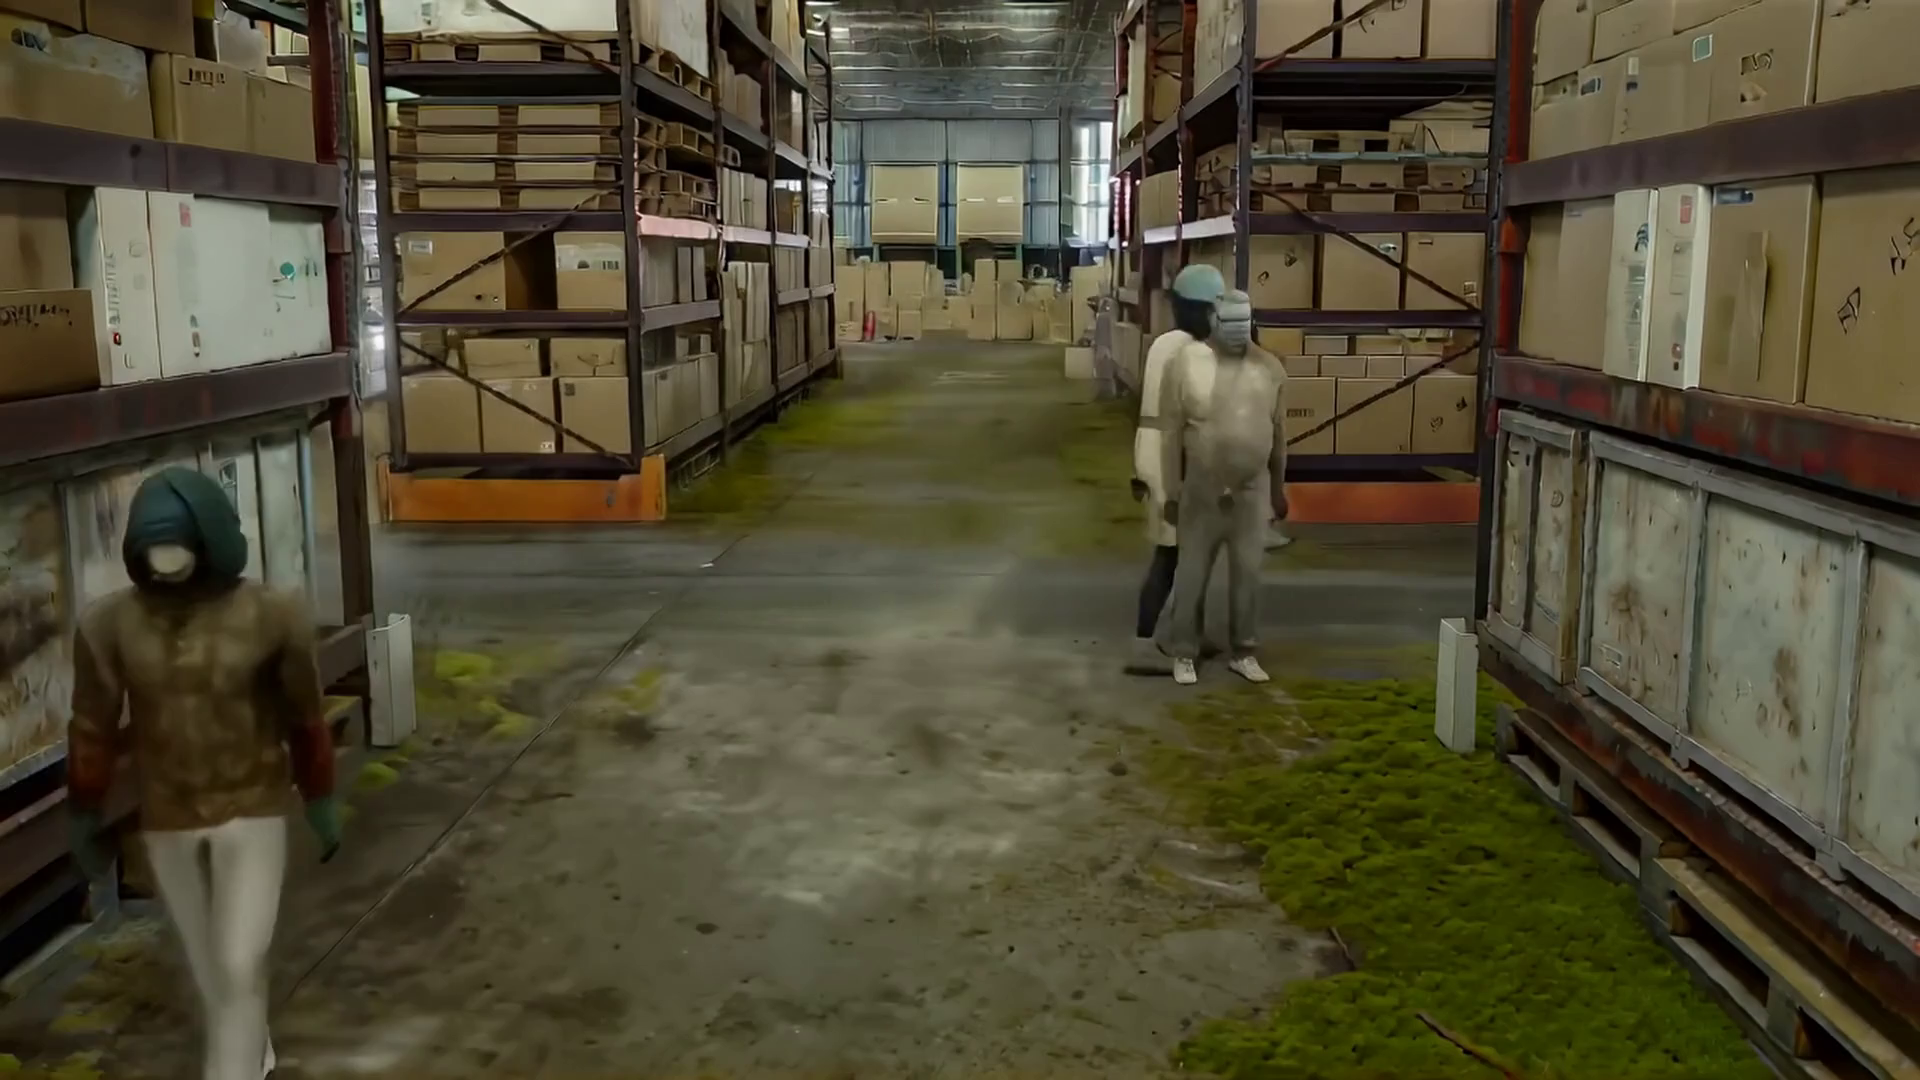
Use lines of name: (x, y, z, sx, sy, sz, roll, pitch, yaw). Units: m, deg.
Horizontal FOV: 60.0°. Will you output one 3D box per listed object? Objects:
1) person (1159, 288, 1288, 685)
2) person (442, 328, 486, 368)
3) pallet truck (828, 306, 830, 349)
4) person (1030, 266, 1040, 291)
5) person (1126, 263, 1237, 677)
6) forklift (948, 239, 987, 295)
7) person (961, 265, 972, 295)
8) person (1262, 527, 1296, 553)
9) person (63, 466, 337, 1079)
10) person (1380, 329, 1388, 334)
person: (1.276, -0.249, 7.980, 0.653, 1.904, 0.402, -2, 10, -13)
person: (-7.907, -3.283, 26.481, 0.646, 1.792, 0.960, 0, 9, 2)
pallet truck: (-3.100, -3.940, 29.800, 1.885, 1.965, 0.823, 3, 10, 19)
person: (2.712, -8.901, 59.815, 0.885, 1.900, 0.643, 2, 10, 12)
person: (1.177, -0.336, 8.148, 0.818, 2.011, 0.644, -3, 10, -15)
forklift: (0.600, -8.940, 57.110, 1.873, 2.768, 1.129, 4, 10, 20)
person: (0.197, -7.937, 53.918, 0.372, 1.940, 0.632, 2, 10, 12)
person: (1.887, -0.726, 11.570, 0.868, 1.646, 0.541, 0, 9, -1)
person: (-1.661, 0.629, 3.655, 0.510, 1.589, 0.864, 0, 9, -3)
person: (9.542, -5.217, 37.692, 0.543, 1.914, 0.559, -6, 11, -32)
